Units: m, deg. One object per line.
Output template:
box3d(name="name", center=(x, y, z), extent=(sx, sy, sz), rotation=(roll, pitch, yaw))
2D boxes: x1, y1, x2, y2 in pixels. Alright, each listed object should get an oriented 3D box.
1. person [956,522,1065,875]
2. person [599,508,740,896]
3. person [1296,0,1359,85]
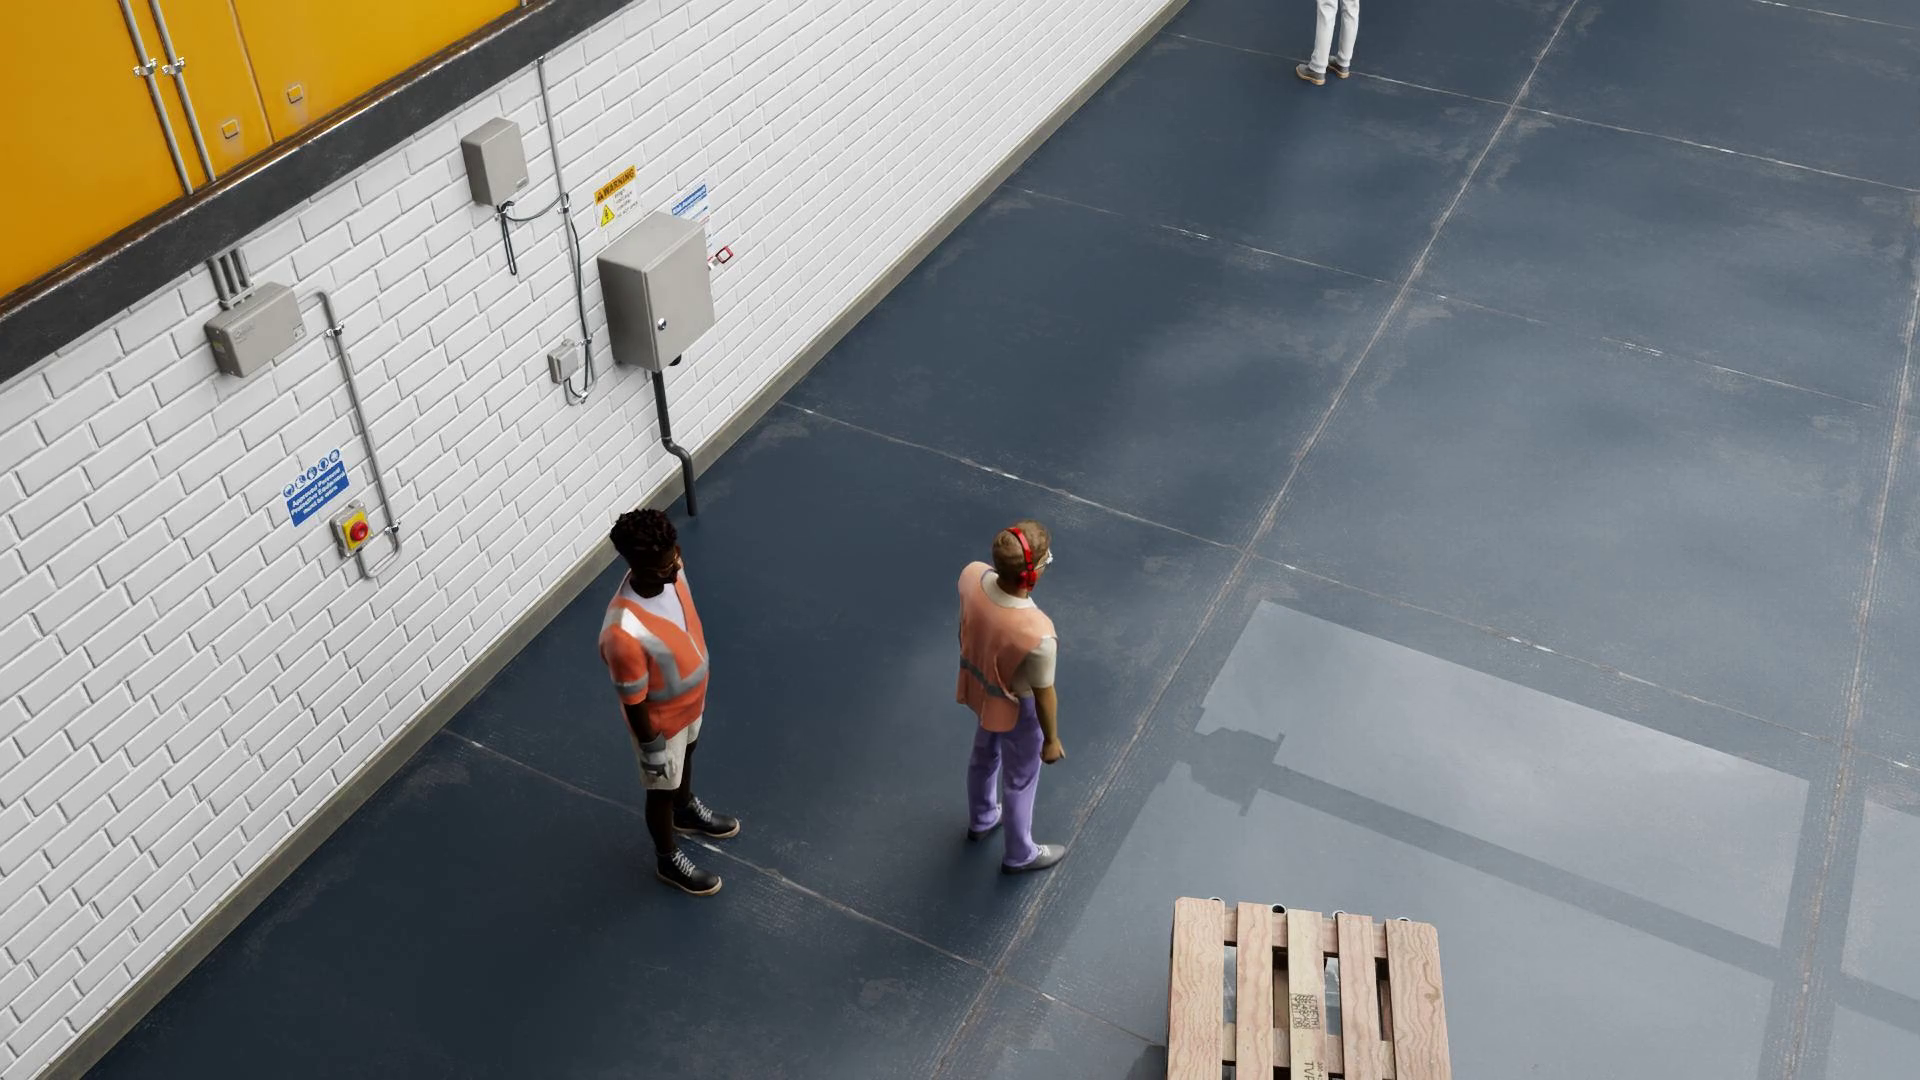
box3d(name="person", center=(0.200, 0.675, 6.848), extent=(0.378, 1.844, 0.568), rotation=(-25, 47, -26))
box3d(name="person", center=(-1.187, 0.653, 6.783), extent=(0.368, 1.966, 0.602), rotation=(7, 41, 8))
box3d(name="person", center=(2.923, -4.434, 12.743), extent=(0.578, 1.883, 0.353), rotation=(-18, 44, -20))
